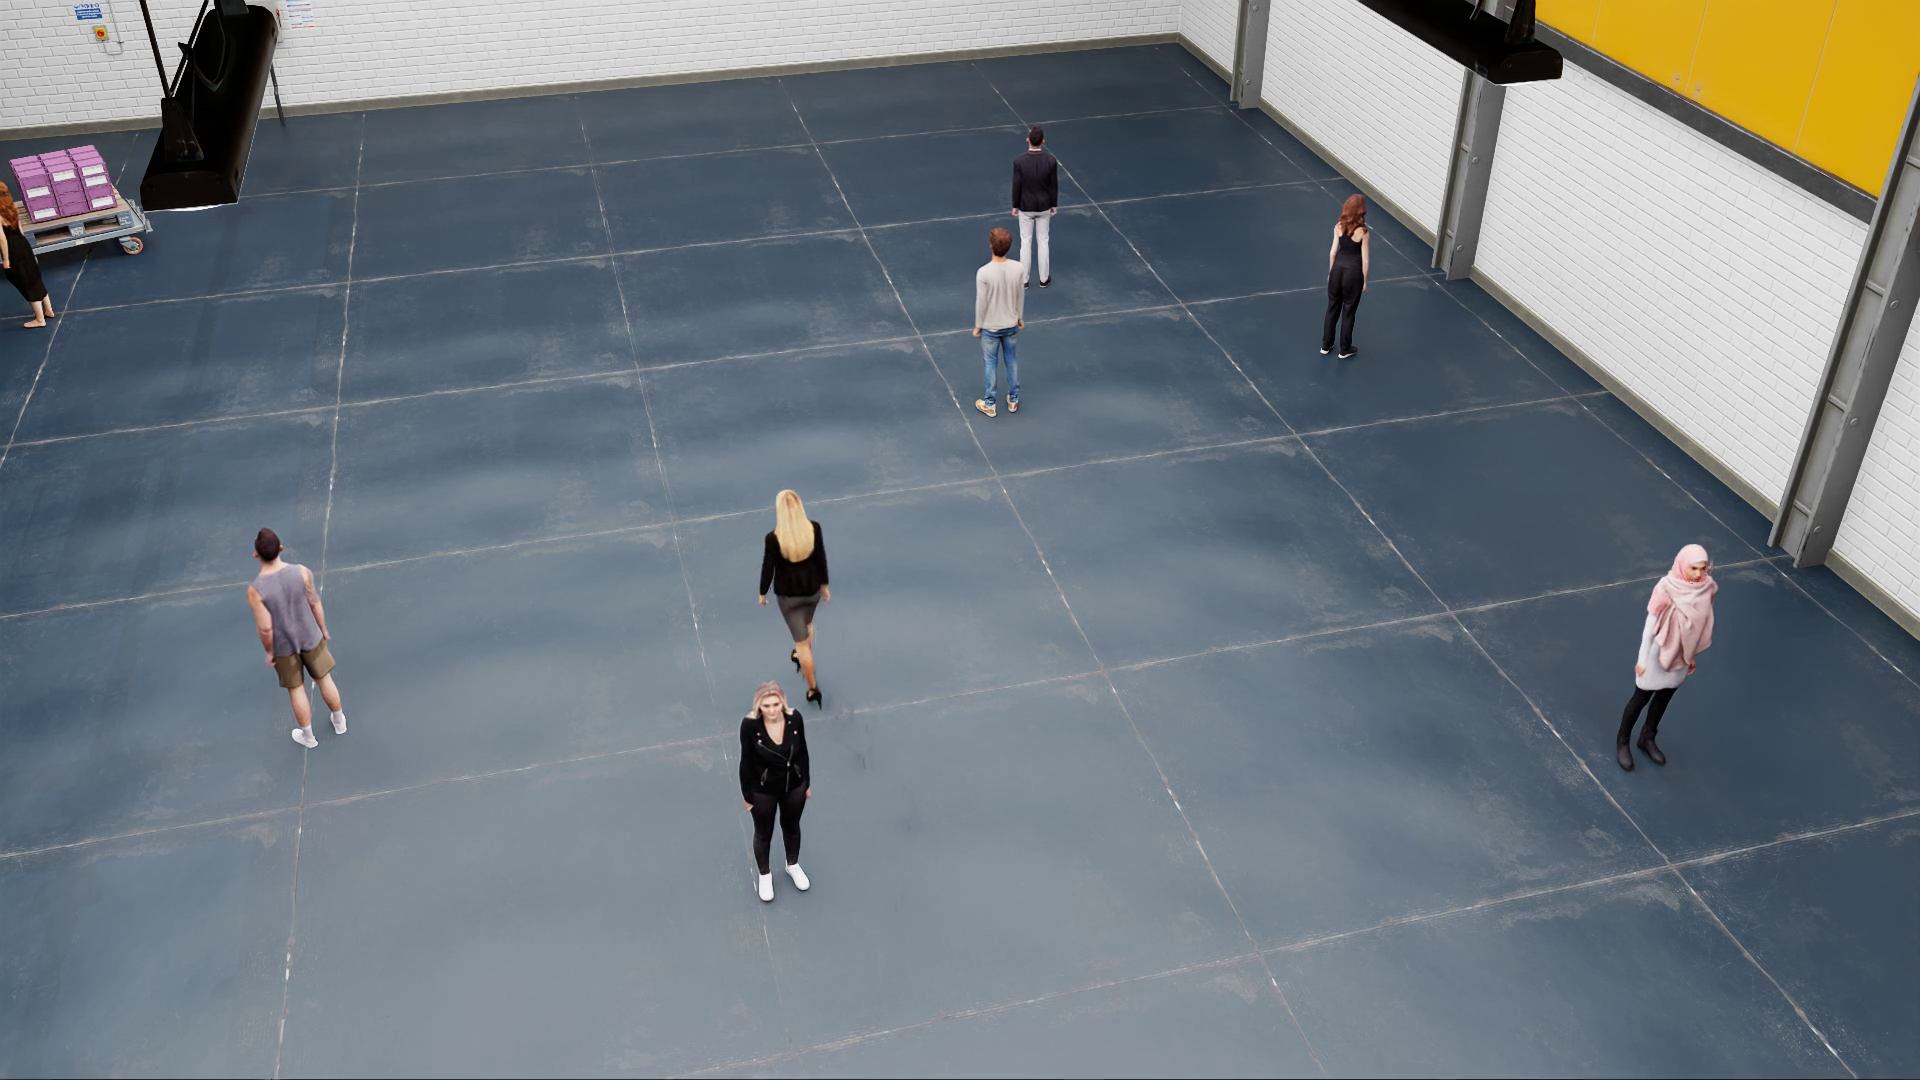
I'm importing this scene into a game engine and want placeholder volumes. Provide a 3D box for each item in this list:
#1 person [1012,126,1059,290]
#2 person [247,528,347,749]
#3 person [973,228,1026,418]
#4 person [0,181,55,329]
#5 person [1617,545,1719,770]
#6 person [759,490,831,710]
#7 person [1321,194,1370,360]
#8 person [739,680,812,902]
[{"bbox_3d":[0.823,-3.670,18.365,0.710,1.844,0.642,-1,34,-1],"label":"person"},{"bbox_3d":[-4.744,0.699,11.853,0.719,1.847,0.726,-25,41,-32],"label":"person"},{"bbox_3d":[0.383,-2.077,15.913,0.675,1.905,0.593,-11,35,-16],"label":"person"},{"bbox_3d":[-9.975,-3.038,17.613,0.694,1.625,0.592,2,34,2],"label":"person"},{"bbox_3d":[4.950,0.812,11.659,0.637,1.803,0.602,-6,34,-9],"label":"person"},{"bbox_3d":[-1.143,0.478,12.148,0.780,1.819,0.974,-16,37,-23],"label":"person"},{"bbox_3d":[3.944,-2.703,16.997,0.644,1.748,0.727,23,40,30],"label":"person"},{"bbox_3d":[-1.169,1.573,10.621,0.635,1.685,0.561,-12,36,-18],"label":"person"}]
